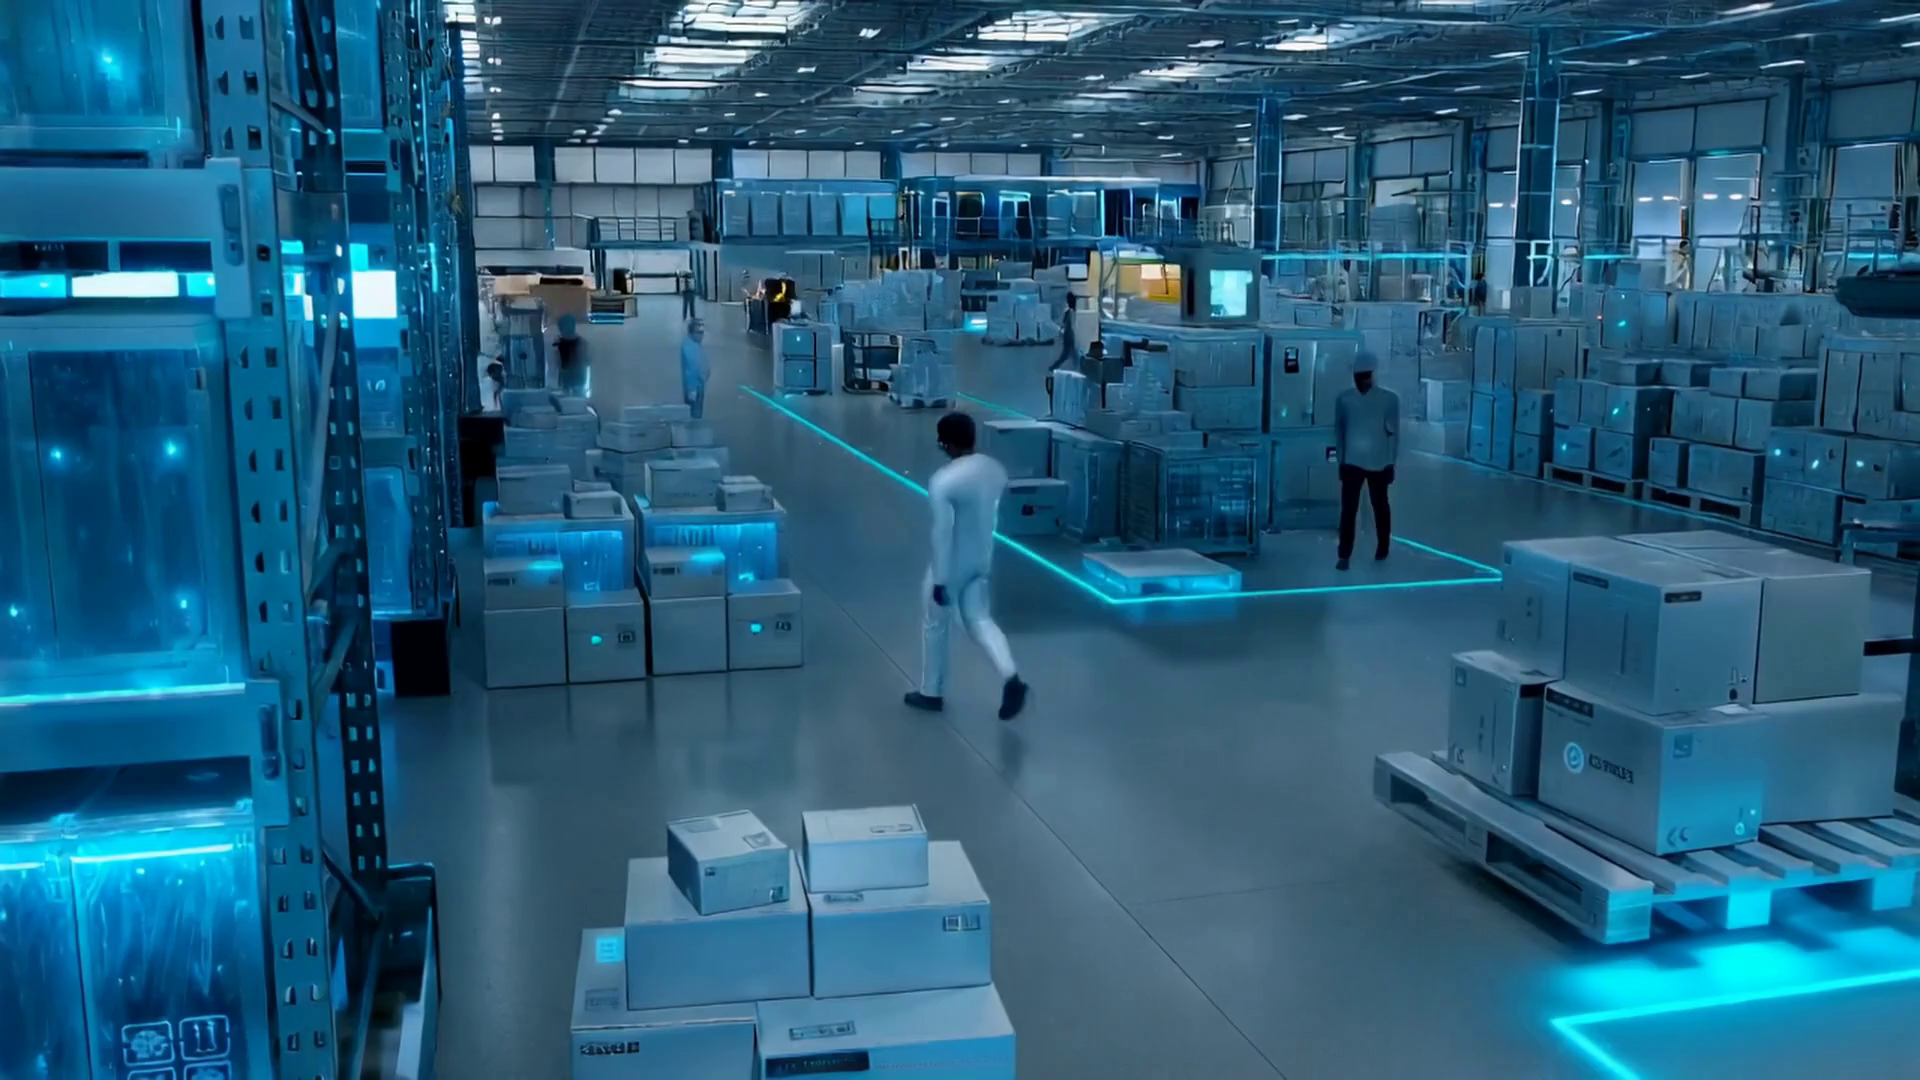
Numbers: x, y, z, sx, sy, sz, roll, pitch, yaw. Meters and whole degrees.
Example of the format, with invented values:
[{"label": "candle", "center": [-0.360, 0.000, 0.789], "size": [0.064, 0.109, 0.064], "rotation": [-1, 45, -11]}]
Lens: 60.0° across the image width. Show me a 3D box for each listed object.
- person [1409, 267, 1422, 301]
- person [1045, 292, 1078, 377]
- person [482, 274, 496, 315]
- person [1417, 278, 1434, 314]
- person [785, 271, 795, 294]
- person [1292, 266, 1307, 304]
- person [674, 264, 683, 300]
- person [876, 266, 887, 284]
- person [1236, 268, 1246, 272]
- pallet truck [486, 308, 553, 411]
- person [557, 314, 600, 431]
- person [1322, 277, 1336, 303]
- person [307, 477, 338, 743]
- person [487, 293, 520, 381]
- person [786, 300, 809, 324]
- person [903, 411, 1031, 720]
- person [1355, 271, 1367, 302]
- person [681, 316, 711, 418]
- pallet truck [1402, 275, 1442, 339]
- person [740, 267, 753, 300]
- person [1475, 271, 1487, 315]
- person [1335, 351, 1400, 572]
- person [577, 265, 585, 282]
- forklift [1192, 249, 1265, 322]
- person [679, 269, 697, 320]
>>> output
[{"label": "person", "center": [20.819, -11.497, 76.045], "size": [0.583, 1.906, 0.487], "rotation": [2, 10, 11]}, {"label": "person", "center": [2.304, -4.425, 36.064], "size": [0.743, 1.895, 0.602], "rotation": [-1, 10, -7]}, {"label": "person", "center": [-19.766, -10.311, 69.812], "size": [0.555, 1.718, 0.884], "rotation": [0, 10, -2]}, {"label": "person", "center": [17.656, -9.171, 63.138], "size": [0.636, 1.816, 0.811], "rotation": [1, 10, 5]}, {"label": "person", "center": [-6.863, -9.741, 66.124], "size": [0.654, 1.909, 0.814], "rotation": [2, 10, 11]}, {"label": "person", "center": [16.165, -12.050, 79.123], "size": [1.071, 1.927, 0.609], "rotation": [-1, 10, -4]}, {"label": "person", "center": [-15.147, -13.930, 89.751], "size": [0.381, 1.924, 0.593], "rotation": [7, 12, 33]}, {"label": "person", "center": [-3.324, -10.806, 71.787], "size": [0.632, 2.036, 0.453], "rotation": [-4, 11, -21]}, {"label": "person", "center": [16.206, -15.009, 95.824], "size": [0.635, 1.935, 0.452], "rotation": [-1, 10, -4]}, {"label": "pallet truck", "center": [-6.242, -2.418, 24.362], "size": [0.823, 1.965, 1.885], "rotation": [1, 10, 3]}, {"label": "person", "center": [-5.511, -2.223, 23.515], "size": [0.677, 1.902, 0.984], "rotation": [7, 12, 33]}, {"label": "person", "center": [12.294, -7.833, 55.396], "size": [0.533, 1.868, 0.310], "rotation": [5, 11, 25]}, {"label": "person", "center": [-3.776, 0.416, 9.367], "size": [0.483, 1.624, 0.576], "rotation": [-6, 12, -32]}, {"label": "person", "center": [-9.530, -4.261, 35.148], "size": [1.018, 1.891, 0.563], "rotation": [-8, 13, -40]}, {"label": "person", "center": [-3.646, -4.524, 37.200], "size": [0.541, 1.684, 0.391], "rotation": [2, 10, 10]}, {"label": "person", "center": [0.033, 0.159, 10.063], "size": [0.633, 1.897, 0.871], "rotation": [-9, 13, -41]}, {"label": "person", "center": [19.434, -12.153, 80.396], "size": [0.534, 1.679, 0.484], "rotation": [-6, 12, -32]}, {"label": "person", "center": [-3.648, -2.143, 23.074], "size": [0.402, 1.904, 0.652], "rotation": [0, 10, -1]}, {"label": "pallet truck", "center": [14.620, -7.324, 52.145], "size": [0.823, 1.965, 1.885], "rotation": [8, 13, 40]}, {"label": "person", "center": [-9.553, -11.246, 74.554], "size": [0.577, 1.923, 0.400], "rotation": [-6, 11, -29]}, {"label": "person", "center": [18.771, -8.711, 60.005], "size": [0.395, 1.993, 0.614], "rotation": [9, 13, 41]}, {"label": "person", "center": [3.659, -0.720, 14.917], "size": [0.622, 1.955, 1.025], "rotation": [6, 12, 30]}, {"label": "person", "center": [-19.721, -13.364, 86.672], "size": [0.575, 1.882, 0.361], "rotation": [9, 13, 40]}, {"label": "forklift", "center": [3.606, -2.536, 22.536], "size": [1.129, 2.768, 1.873], "rotation": [-3, 10, -15]}, {"label": "person", "center": [-10.644, -9.661, 65.255], "size": [0.695, 2.000, 1.009], "rotation": [1, 10, 5]}]
